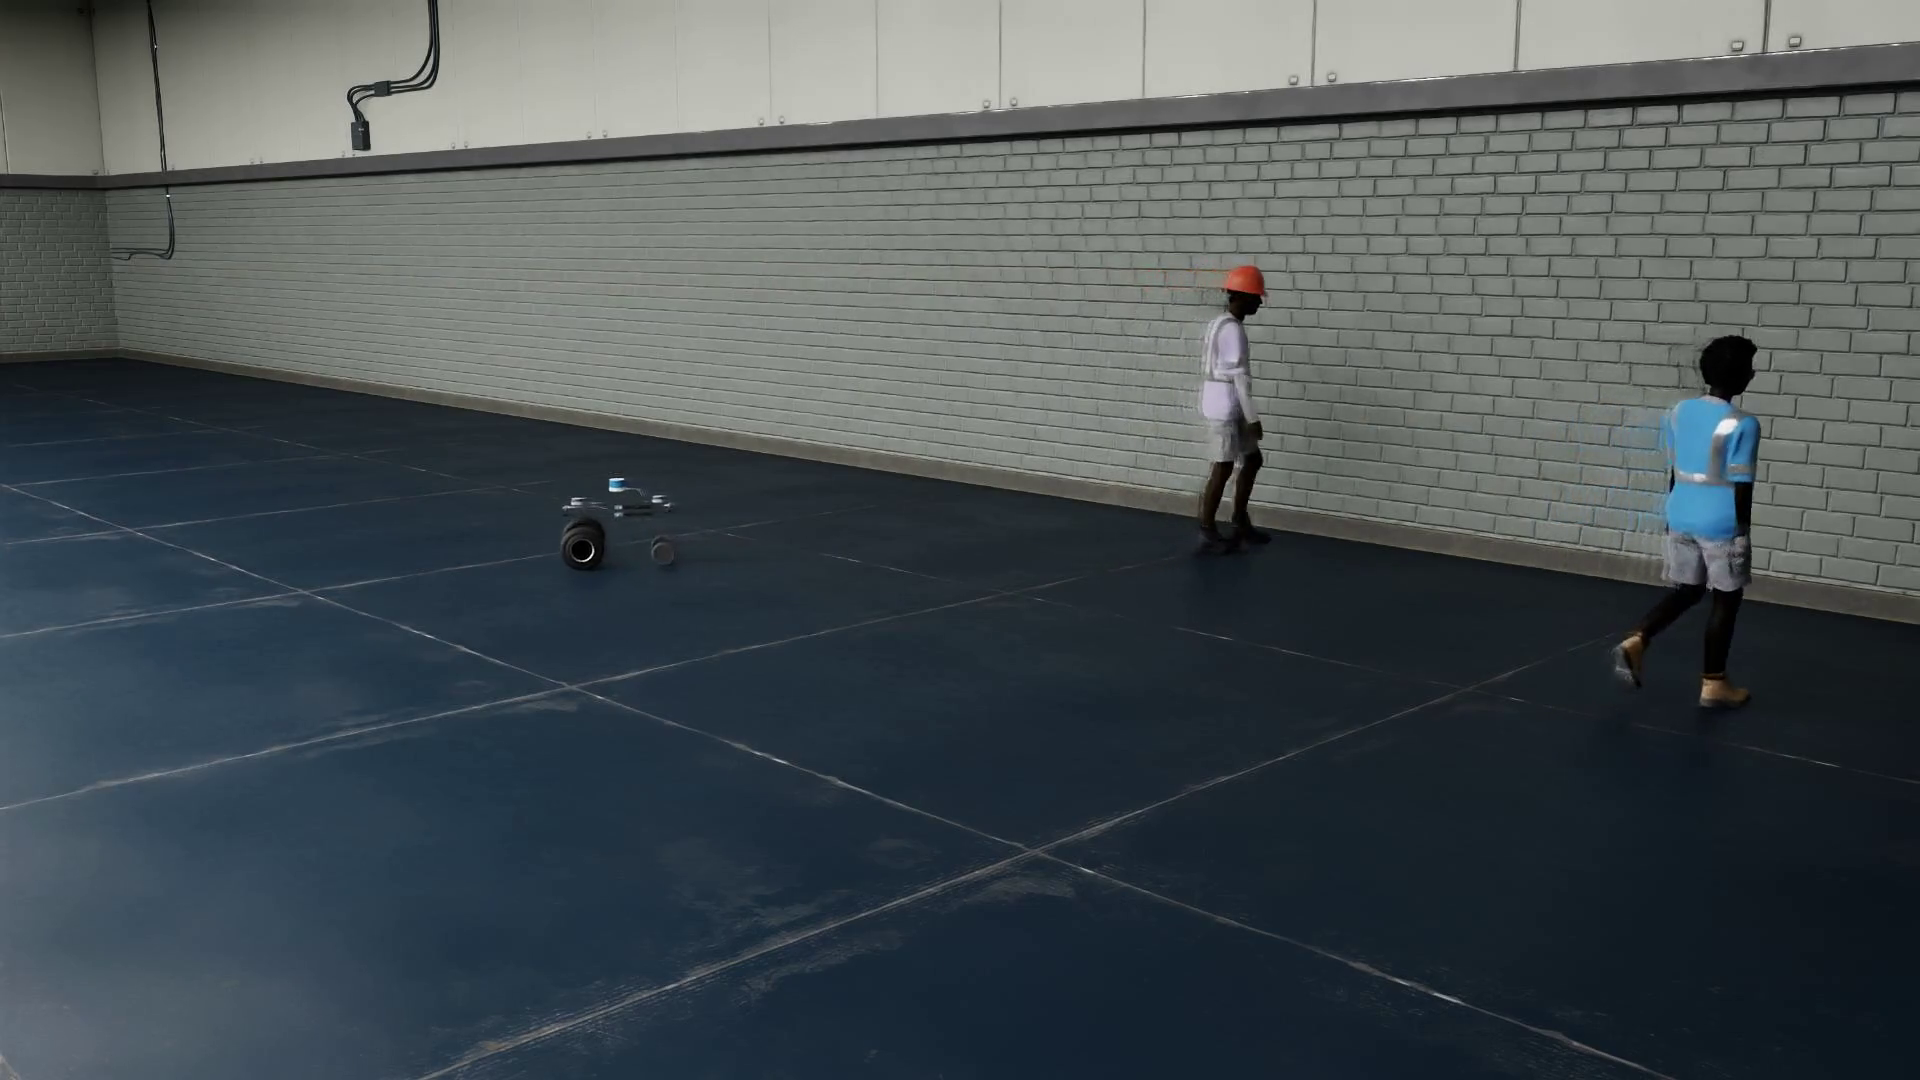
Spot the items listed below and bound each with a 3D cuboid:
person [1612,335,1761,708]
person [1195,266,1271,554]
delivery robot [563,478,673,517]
[{"bbox_3d":[3.288,-0.072,7.399,0.570,1.676,0.540,-3,11,-16],"label":"person"},{"bbox_3d":[1.868,-0.859,11.067,0.586,1.910,0.564,2,11,8],"label":"person"},{"bbox_3d":[-2.223,-0.285,10.791,0.699,0.223,0.335,-2,11,-11],"label":"delivery robot"}]
